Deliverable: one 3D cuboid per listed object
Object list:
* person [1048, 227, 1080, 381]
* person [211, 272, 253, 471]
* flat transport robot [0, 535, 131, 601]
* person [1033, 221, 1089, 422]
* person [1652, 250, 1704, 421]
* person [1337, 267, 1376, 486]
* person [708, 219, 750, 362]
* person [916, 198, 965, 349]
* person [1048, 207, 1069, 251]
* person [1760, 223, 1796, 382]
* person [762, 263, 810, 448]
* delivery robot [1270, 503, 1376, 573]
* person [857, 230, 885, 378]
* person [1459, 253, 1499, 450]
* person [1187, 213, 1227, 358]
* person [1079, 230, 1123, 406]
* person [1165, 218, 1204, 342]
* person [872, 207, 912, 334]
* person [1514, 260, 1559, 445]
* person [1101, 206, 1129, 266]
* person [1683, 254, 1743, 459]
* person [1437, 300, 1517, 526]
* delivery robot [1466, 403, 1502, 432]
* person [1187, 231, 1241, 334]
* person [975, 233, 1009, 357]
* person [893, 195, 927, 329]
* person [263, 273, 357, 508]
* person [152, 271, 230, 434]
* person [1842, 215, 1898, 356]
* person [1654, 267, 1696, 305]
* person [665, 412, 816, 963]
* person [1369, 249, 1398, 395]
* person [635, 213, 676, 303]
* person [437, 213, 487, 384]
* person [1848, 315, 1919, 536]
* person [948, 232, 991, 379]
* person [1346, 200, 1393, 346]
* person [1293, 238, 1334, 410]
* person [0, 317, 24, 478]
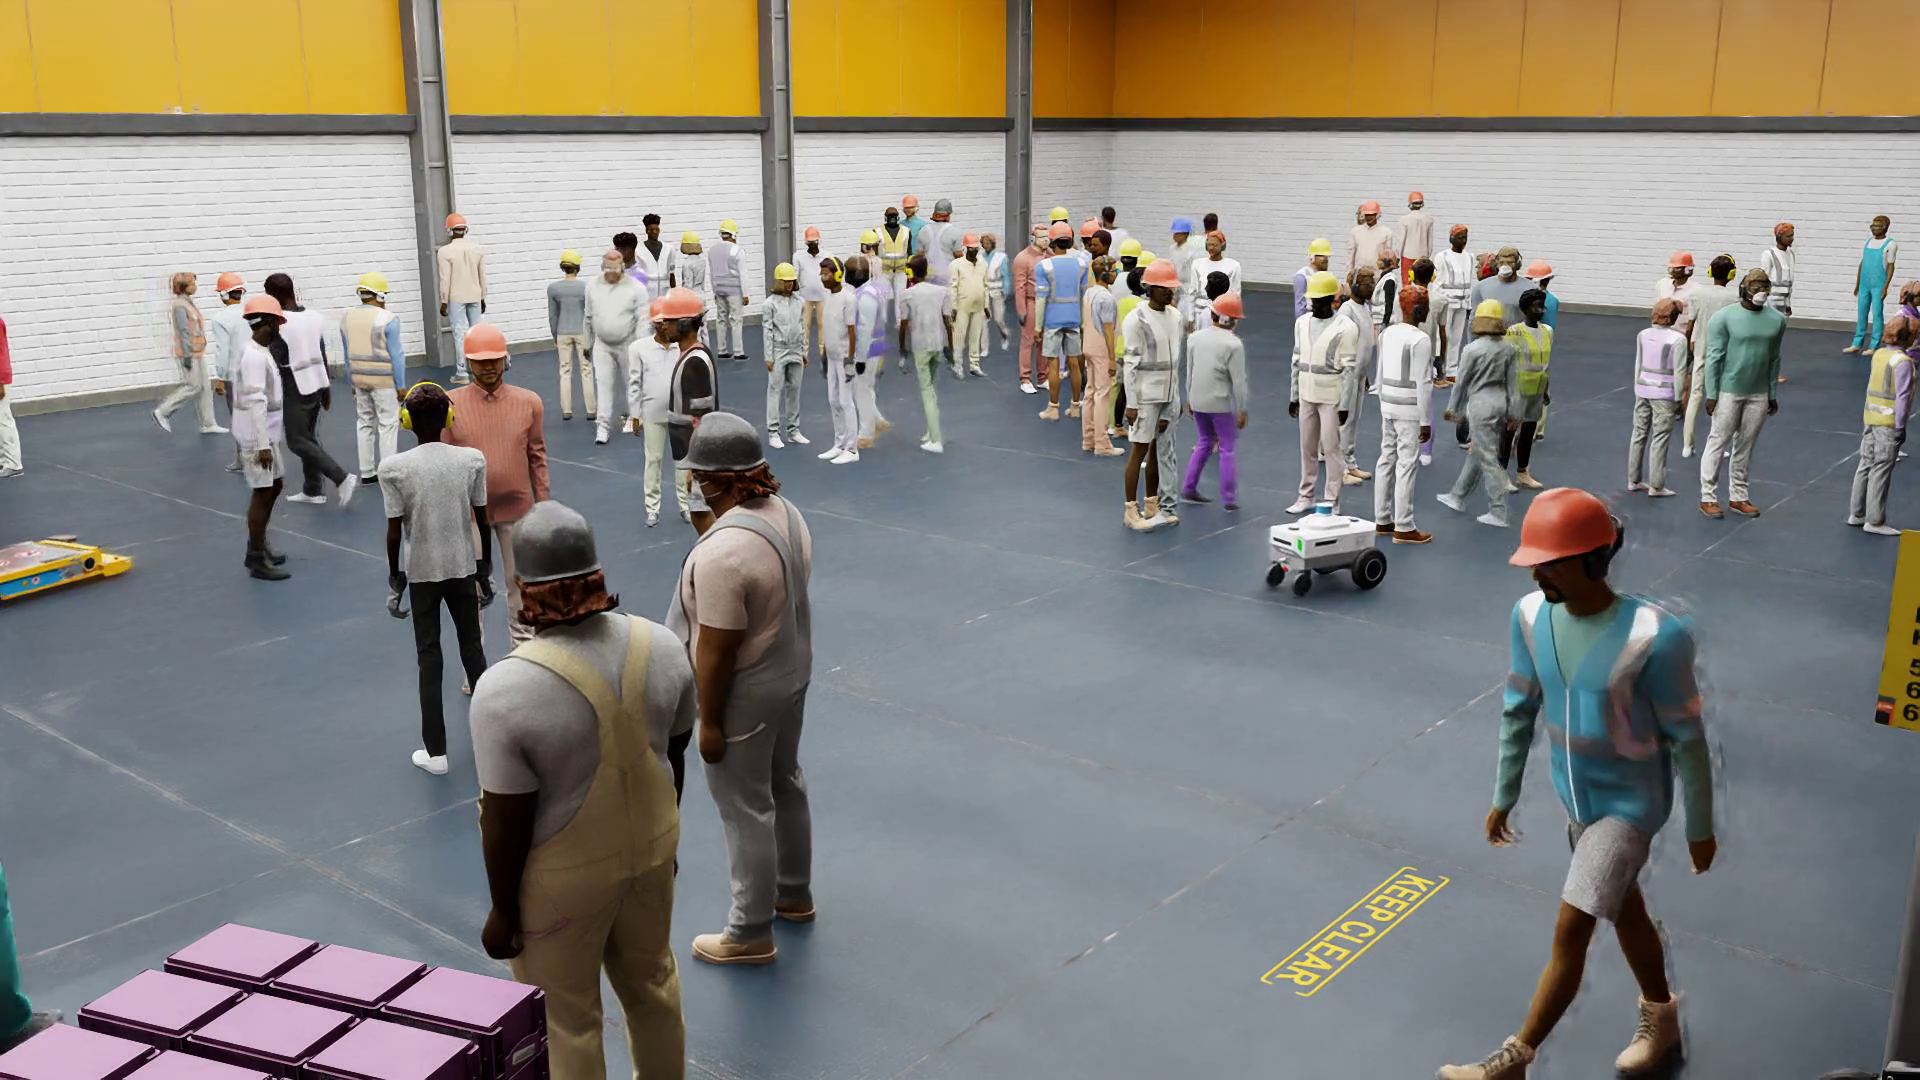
[{"bbox_3d":[1.270,-2.826,19.896,0.514,1.835,0.359,-11,18,-37],"label":"person"},{"bbox_3d":[-6.365,-1.484,14.684,0.333,1.749,0.575,5,15,21],"label":"person"},{"bbox_3d":[-6.252,0.231,10.841,0.652,0.197,1.431,6,15,24],"label":"flat transport robot"},{"bbox_3d":[1.024,-2.239,17.115,0.609,2.044,0.394,-6,15,-22],"label":"person"},{"bbox_3d":[7.381,-2.108,17.176,0.338,1.752,0.565,-8,16,-29],"label":"person"},{"bbox_3d":[3.355,-1.393,14.138,0.345,1.846,0.506,8,16,30],"label":"person"},{"bbox_3d":[-2.960,-3.211,21.444,0.592,1.826,0.403,9,17,32],"label":"person"},{"bbox_3d":[-0.216,-3.612,22.608,0.682,2.000,0.537,7,16,27],"label":"person"},{"bbox_3d":[1.353,-3.525,22.491,0.369,1.924,0.594,3,14,13],"label":"person"},{"bbox_3d":[9.646,-2.797,19.671,0.574,1.883,0.356,-10,17,-34],"label":"person"},{"bbox_3d":[-1.638,-1.751,15.776,0.494,1.743,0.302,-13,19,-42],"label":"person"},{"bbox_3d":[2.397,-0.001,10.994,0.707,0.478,0.477,-8,16,-29],"label":"delivery robot"},{"bbox_3d":[-1.078,-2.847,20.108,0.314,1.769,0.524,2,14,8],"label":"person"},{"bbox_3d":[4.951,-1.756,15.585,0.373,1.843,0.570,9,16,31],"label":"person"},{"bbox_3d":[3.240,-3.347,21.922,0.627,1.865,0.823,13,19,41],"label":"person"},{"bbox_3d":[1.537,-2.358,17.842,0.392,1.920,0.587,-7,16,-27],"label":"person"},{"bbox_3d":[2.798,-3.051,20.736,1.051,1.901,0.632,-8,16,-29],"label":"person"},{"bbox_3d":[-0.989,-3.928,24.276,0.625,1.844,0.429,-4,14,-14],"label":"person"},{"bbox_3d":[5.472,-1.785,15.887,0.331,1.750,0.572,11,18,37],"label":"person"},{"bbox_3d":[2.100,-3.705,23.255,0.607,1.903,0.641,-7,16,-25],"label":"person"},{"bbox_3d":[6.871,-1.666,15.178,0.531,1.871,0.322,11,18,38],"label":"person"},{"bbox_3d":[3.983,-0.999,12.847,0.483,1.694,0.854,-8,16,-28],"label":"person"},{"bbox_3d":[5.157,-1.278,16.103,0.477,0.478,0.707,9,16,31],"label":"delivery robot"},{"bbox_3d":[2.771,-2.435,18.225,0.584,1.882,0.348,6,15,22],"label":"person"},{"bbox_3d":[0.417,-3.246,21.980,0.534,1.623,0.538,5,15,20],"label":"person"},{"bbox_3d":[-0.734,-4.105,24.669,0.624,1.993,0.388,11,18,38],"label":"person"},{"bbox_3d":[-5.145,-1.168,13.165,0.690,1.886,0.615,3,14,11],"label":"person"},{"bbox_3d":[-7.593,-1.818,16.295,0.589,1.619,0.519,-3,14,-13],"label":"person"},{"bbox_3d":[12.076,-3.362,22.006,0.345,1.846,0.508,-6,15,-22],"label":"person"},{"bbox_3d":[7.875,-2.336,18.358,0.504,1.628,0.278,-2,14,-8],"label":"person"},{"bbox_3d":[-0.819,0.522,6.087,0.535,2.000,0.684,5,15,18],"label":"person"},{"bbox_3d":[4.797,-2.463,18.827,0.309,1.641,0.512,1,14,5],"label":"person"},{"bbox_3d":[-3.718,-2.982,20.239,0.603,1.966,0.368,-8,16,-30],"label":"person"},{"bbox_3d":[-5.879,-2.849,19.652,0.395,1.993,0.616,12,19,40],"label":"person"},{"bbox_3d":[6.923,-0.861,12.433,0.310,1.636,0.523,1,14,5],"label":"person"},{"bbox_3d":[0.128,-2.820,20.021,0.561,1.753,0.327,-9,17,-32],"label":"person"},{"bbox_3d":[5.641,-3.682,22.982,0.622,1.992,0.396,7,15,25],"label":"person"},{"bbox_3d":[3.798,-2.299,17.783,0.587,1.833,0.404,-13,19,-43],"label":"person"},{"bbox_3d":[-8.423,-1.407,14.404,0.574,1.742,0.355,13,19,41],"label":"person"}]
